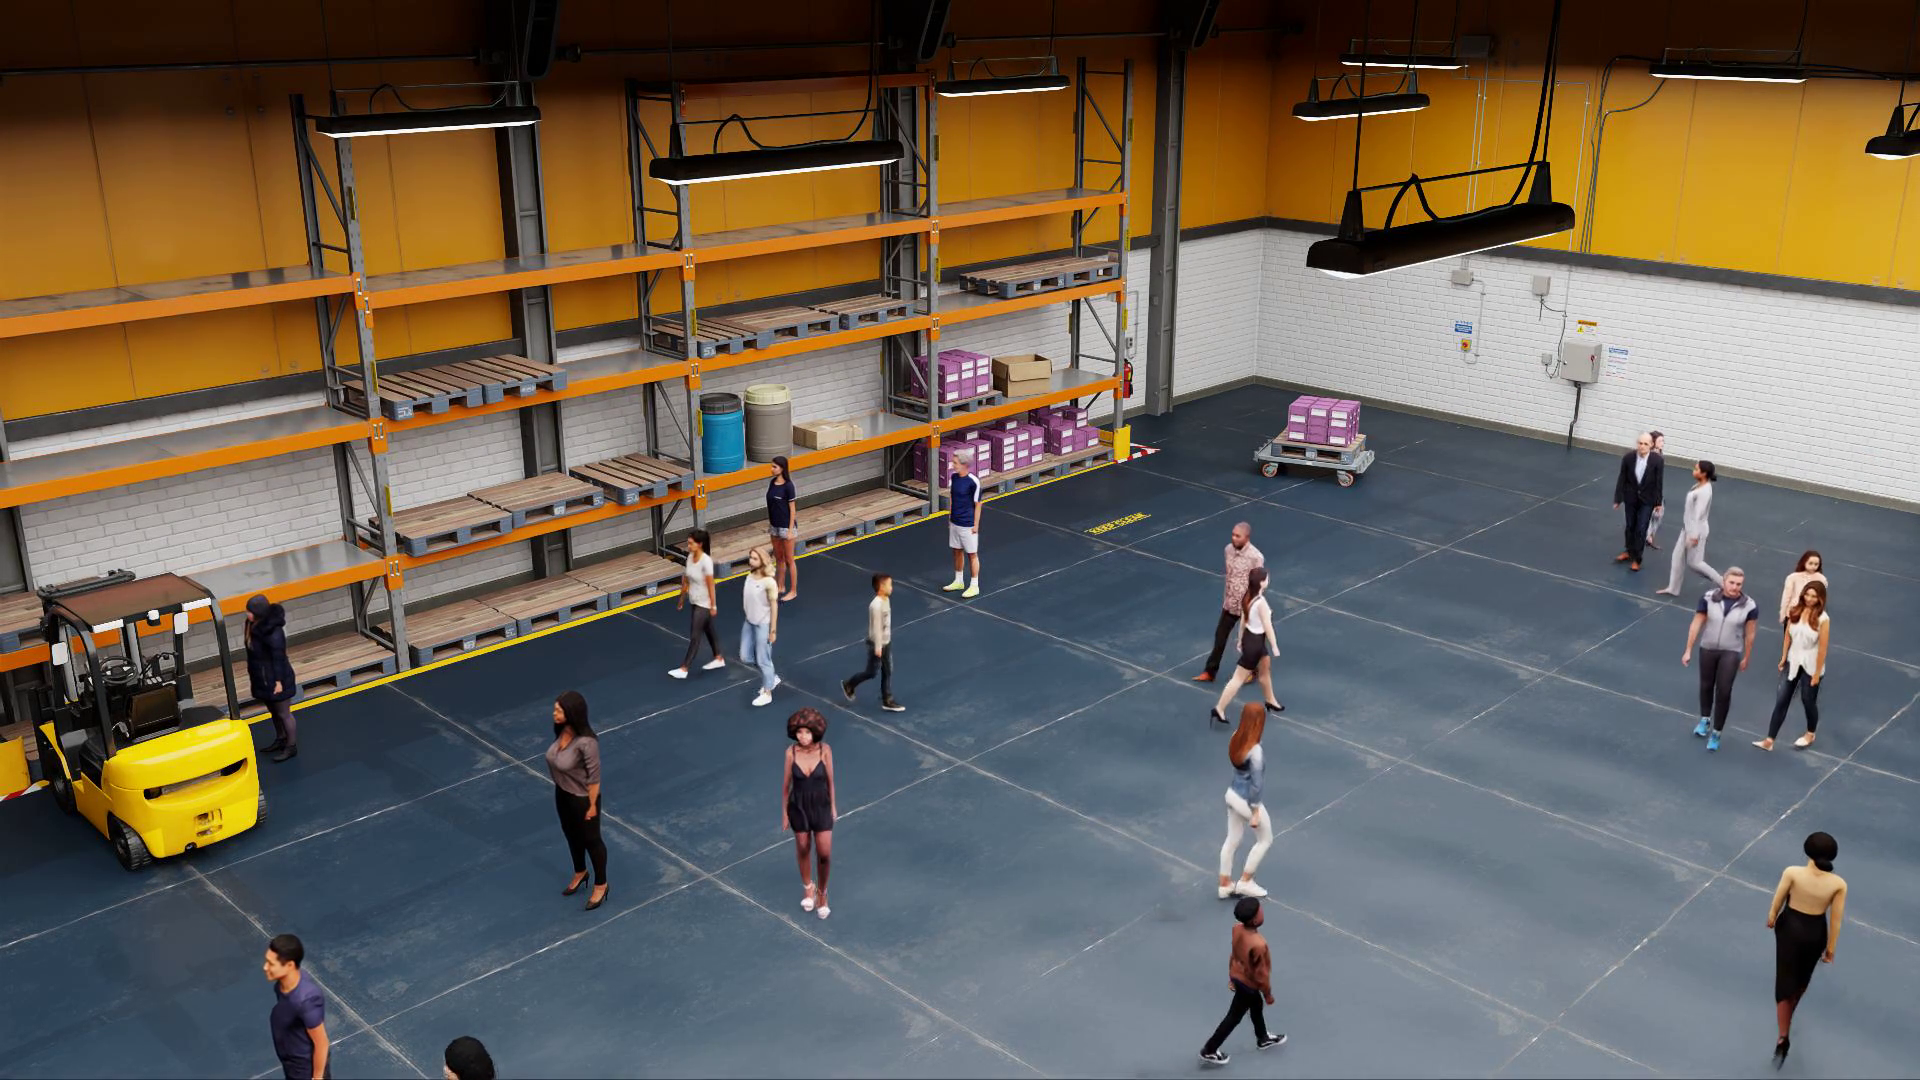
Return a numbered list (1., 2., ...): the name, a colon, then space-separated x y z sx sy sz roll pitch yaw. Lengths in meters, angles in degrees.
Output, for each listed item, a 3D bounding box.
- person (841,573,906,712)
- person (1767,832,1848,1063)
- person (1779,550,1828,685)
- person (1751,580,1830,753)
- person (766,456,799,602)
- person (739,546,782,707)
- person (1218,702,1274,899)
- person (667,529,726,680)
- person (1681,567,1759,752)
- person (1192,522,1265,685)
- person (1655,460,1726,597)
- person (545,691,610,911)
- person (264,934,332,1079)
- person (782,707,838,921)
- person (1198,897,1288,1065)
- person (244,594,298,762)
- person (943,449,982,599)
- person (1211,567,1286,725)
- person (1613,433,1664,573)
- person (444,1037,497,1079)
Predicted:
1. person: -0.889 1.043 16.833 0.877 1.444 0.943 7 20 19
2. person: 5.744 2.794 11.378 0.845 1.608 1.079 7 20 19
3. person: 8.857 0.787 17.544 0.662 1.475 0.674 7 20 19
4. person: 8.119 1.206 15.887 1.127 1.739 0.773 -10 21 -27
5. person: -2.112 -0.152 19.876 0.523 1.766 0.567 -17 25 -40
6. person: -1.962 0.859 16.958 0.622 1.712 0.642 18 25 42
7. person: 2.198 2.114 13.271 0.766 1.688 0.742 -6 20 -18
8. person: -2.676 0.658 17.705 1.000 1.618 0.675 -13 22 -33
9. person: 7.402 1.082 16.163 0.797 1.798 0.917 14 23 35
10. person: 3.007 0.656 17.445 0.964 1.787 0.702 -17 25 -40
11. person: 8.838 -0.095 19.792 0.992 1.712 1.081 6 20 17
12. person: -3.025 2.047 13.231 0.580 1.841 0.634 -17 25 -40
13. person: -3.930 3.153 10.022 0.517 1.793 0.632 -17 25 -40
14. person: -1.178 2.113 13.139 0.727 1.774 0.788 -1 19 -2
15. person: 1.889 3.019 11.302 0.978 1.230 0.808 -5 19 -14
16. person: -6.515 1.281 15.768 0.625 1.673 0.657 -17 25 -40
17. person: 0.056 -0.223 19.982 0.536 1.833 0.626 -17 25 -40
18. person: 2.824 1.094 16.432 1.160 1.603 0.912 -6 19 -16
19. person: 8.567 -0.514 20.950 0.839 1.766 1.032 13 23 35
20. person: -2.627 3.496 9.166 0.634 1.689 0.671 -16 25 -40
